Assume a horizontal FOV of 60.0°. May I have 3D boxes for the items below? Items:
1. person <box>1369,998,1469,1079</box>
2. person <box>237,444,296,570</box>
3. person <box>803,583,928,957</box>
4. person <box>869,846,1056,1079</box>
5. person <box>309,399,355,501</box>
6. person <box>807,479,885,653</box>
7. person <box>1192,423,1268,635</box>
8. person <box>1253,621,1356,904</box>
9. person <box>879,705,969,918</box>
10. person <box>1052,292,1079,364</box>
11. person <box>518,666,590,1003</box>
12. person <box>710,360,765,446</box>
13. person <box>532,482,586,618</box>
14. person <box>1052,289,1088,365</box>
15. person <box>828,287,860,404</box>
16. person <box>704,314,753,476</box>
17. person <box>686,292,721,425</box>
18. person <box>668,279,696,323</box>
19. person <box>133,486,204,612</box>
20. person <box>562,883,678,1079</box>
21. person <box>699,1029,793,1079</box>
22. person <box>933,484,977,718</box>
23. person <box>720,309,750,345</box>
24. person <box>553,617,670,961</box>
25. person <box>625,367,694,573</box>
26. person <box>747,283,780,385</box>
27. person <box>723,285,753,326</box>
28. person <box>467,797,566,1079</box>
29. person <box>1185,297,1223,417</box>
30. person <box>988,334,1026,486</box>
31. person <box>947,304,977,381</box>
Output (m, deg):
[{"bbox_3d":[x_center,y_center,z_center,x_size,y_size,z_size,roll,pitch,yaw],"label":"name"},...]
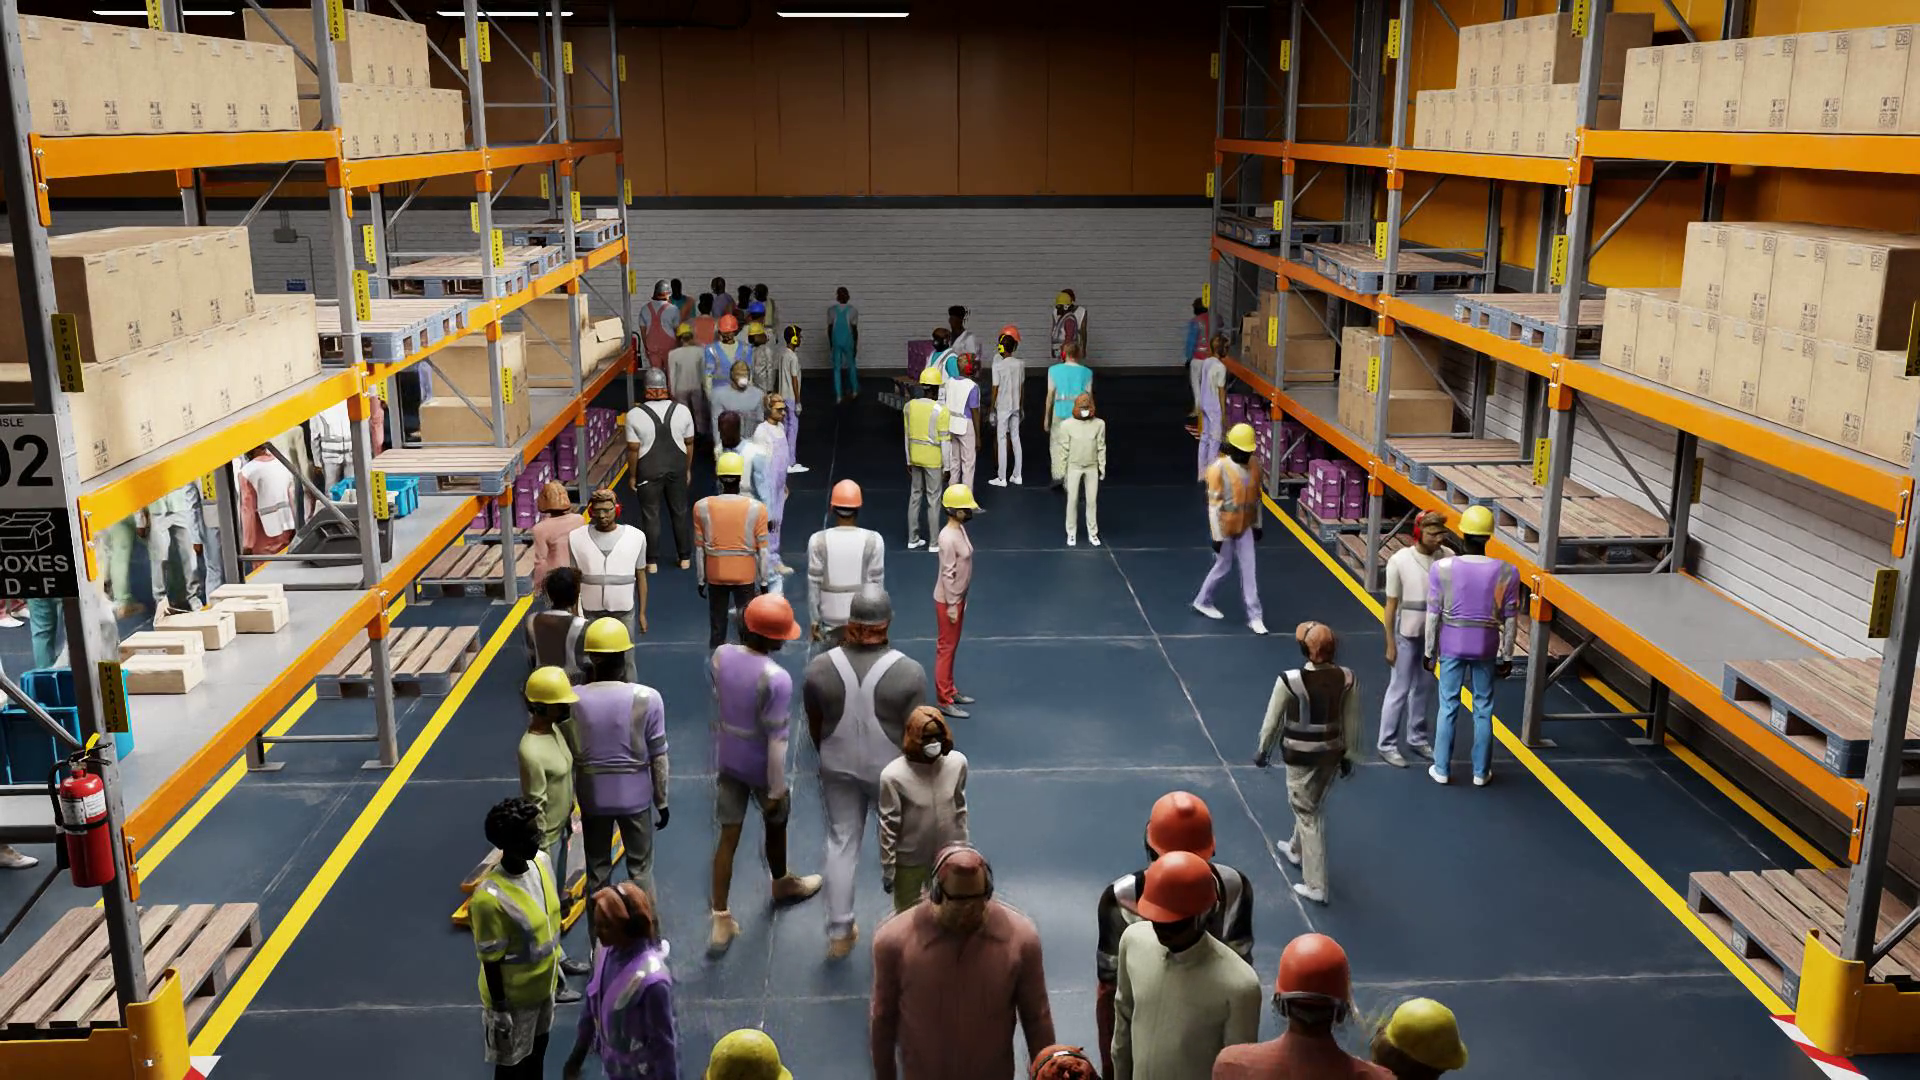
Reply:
[{"bbox_3d":[1.405,2.260,5.527,0.842,1.693,0.507,5,15,18],"label":"person"},{"bbox_3d":[-5.896,-0.050,14.188,0.403,1.910,0.592,3,15,13],"label":"person"},{"bbox_3d":[-0.482,1.169,9.130,0.702,2.000,1.053,3,15,11],"label":"person"},{"bbox_3d":[0.022,2.013,6.191,0.672,1.848,1.013,-3,15,-11],"label":"person"},{"bbox_3d":[-6.438,-0.834,17.310,0.576,1.882,0.355,-9,17,-33],"label":"person"},{"bbox_3d":[-0.807,0.518,11.919,0.547,1.924,0.413,0,14,-1],"label":"person"},{"bbox_3d":[2.394,-0.139,14.611,0.661,1.875,0.831,-9,17,-31],"label":"person"},{"bbox_3d":[1.986,1.244,9.696,0.528,1.607,0.790,-6,15,-22],"label":"person"},{"bbox_3d":[-0.171,1.594,8.273,0.507,1.632,0.264,-9,17,-31],"label":"person"},{"bbox_3d":[1.598,-2.861,25.387,0.403,1.824,0.593,-1,14,-6],"label":"person"},{"bbox_3d":[-2.068,1.485,8.453,0.341,1.761,0.526,0,14,-1],"label":"person"},{"bbox_3d":[-2.383,-1.006,17.989,0.634,1.891,1.007,-5,15,-18],"label":"person"},{"bbox_3d":[-3.168,0.341,13.192,0.280,1.634,0.499,11,18,38],"label":"person"},{"bbox_3d":[1.709,-2.999,25.918,0.579,1.829,0.409,6,16,23],"label":"person"},{"bbox_3d":[-1.842,-3.104,26.399,0.509,1.788,0.913,1,14,4],"label":"person"},{"bbox_3d":[-2.884,-1.820,20.868,0.606,2.039,0.395,-5,15,-18],"label":"person"},{"bbox_3d":[-3.681,-2.632,24.237,0.600,1.947,0.435,-1,14,-3],"label":"person"},{"bbox_3d":[-4.568,-3.299,27.023,0.591,1.870,0.685,-5,15,-19],"label":"person"},{"bbox_3d":[-7.087,-0.231,14.901,0.593,1.910,0.409,-10,17,-34],"label":"person"},{"bbox_3d":[-1.346,2.084,6.389,0.664,1.614,0.532,-8,16,-30],"label":"person"},{"bbox_3d":[-0.668,2.325,5.208,0.321,1.737,0.483,2,14,9],"label":"person"},{"bbox_3d":[-0.031,0.445,12.517,0.322,1.769,0.523,2,14,9],"label":"person"},{"bbox_3d":[-3.080,-2.304,23.164,0.501,1.841,0.349,-7,16,-24],"label":"person"},{"bbox_3d":[-1.807,1.343,8.685,0.586,1.921,0.383,-1,14,-3],"label":"person"},{"bbox_3d":[-2.984,-0.701,16.470,0.673,2.000,0.536,-6,16,-24],"label":"person"},{"bbox_3d":[-3.265,-3.338,27.300,0.635,1.809,0.728,-5,15,-20],"label":"person"},{"bbox_3d":[-3.378,-2.974,25.668,0.675,1.895,1.001,-3,15,-11],"label":"person"},{"bbox_3d":[-1.840,1.883,7.014,0.318,1.697,0.534,3,15,13],"label":"person"},{"bbox_3d":[3.703,-2.752,25.000,0.715,1.816,0.477,-10,17,-34],"label":"person"},{"bbox_3d":[0.575,-1.581,20.292,0.509,1.862,0.328,-10,17,-34],"label":"person"},{"bbox_3d":[0.012,-2.258,22.759,0.492,1.947,0.636,-10,18,-35],"label":"person"}]
